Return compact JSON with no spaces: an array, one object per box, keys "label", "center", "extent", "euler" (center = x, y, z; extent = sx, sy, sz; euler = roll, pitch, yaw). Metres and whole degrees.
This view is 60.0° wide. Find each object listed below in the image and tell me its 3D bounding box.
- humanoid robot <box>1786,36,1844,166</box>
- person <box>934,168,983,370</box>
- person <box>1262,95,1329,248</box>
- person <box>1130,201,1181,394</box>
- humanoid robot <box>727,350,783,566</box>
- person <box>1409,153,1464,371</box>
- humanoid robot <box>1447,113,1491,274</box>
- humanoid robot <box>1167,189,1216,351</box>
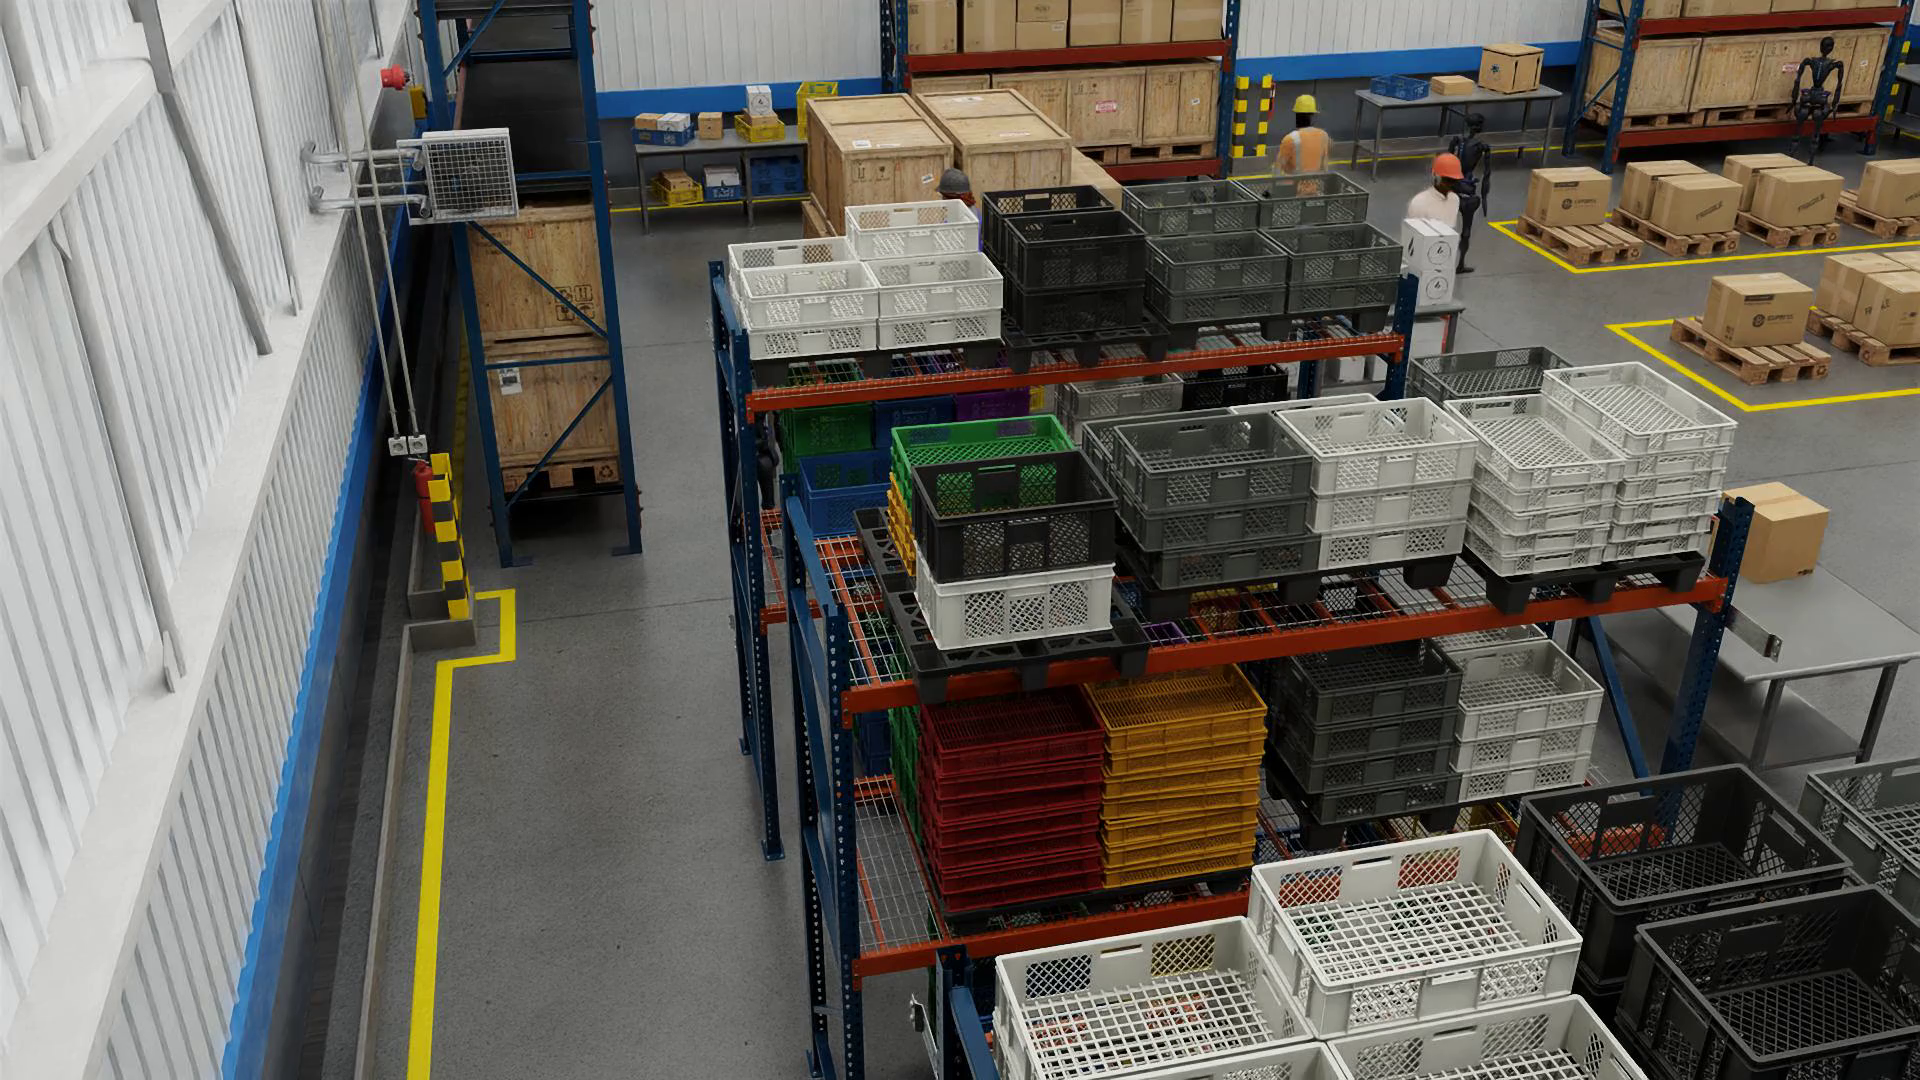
[{"label":"humanoid robot","center":[10.750,-5.490,20.938],"extent":[0.587,1.656,0.326],"euler":[18,33,30]},{"label":"person","center":[-0.064,-2.201,14.323],"extent":[0.536,2.000,0.679],"euler":[9,29,16]},{"label":"person","center":[3.469,-3.671,17.286],"extent":[0.585,1.877,0.937],"euler":[-19,33,-32]},{"label":"person","center":[1.687,-2.109,14.455],"extent":[0.731,1.732,0.544],"euler":[-5,28,-10]},{"label":"humanoid robot","center":[-1.435,-0.582,11.641],"extent":[0.327,1.649,0.593],"euler":[21,34,34]},{"label":"person","center":[4.227,-2.512,14.994],"extent":[0.620,1.966,0.833],"euler":[-15,31,-26]},{"label":"humanoid robot","center":[5.279,-3.645,17.437],"extent":[0.316,1.657,0.609],"euler":[-19,33,-32]},{"label":"humanoid robot","center":[2.085,-2.341,14.962],"extent":[0.593,1.657,0.326],"euler":[-9,29,-16]}]
